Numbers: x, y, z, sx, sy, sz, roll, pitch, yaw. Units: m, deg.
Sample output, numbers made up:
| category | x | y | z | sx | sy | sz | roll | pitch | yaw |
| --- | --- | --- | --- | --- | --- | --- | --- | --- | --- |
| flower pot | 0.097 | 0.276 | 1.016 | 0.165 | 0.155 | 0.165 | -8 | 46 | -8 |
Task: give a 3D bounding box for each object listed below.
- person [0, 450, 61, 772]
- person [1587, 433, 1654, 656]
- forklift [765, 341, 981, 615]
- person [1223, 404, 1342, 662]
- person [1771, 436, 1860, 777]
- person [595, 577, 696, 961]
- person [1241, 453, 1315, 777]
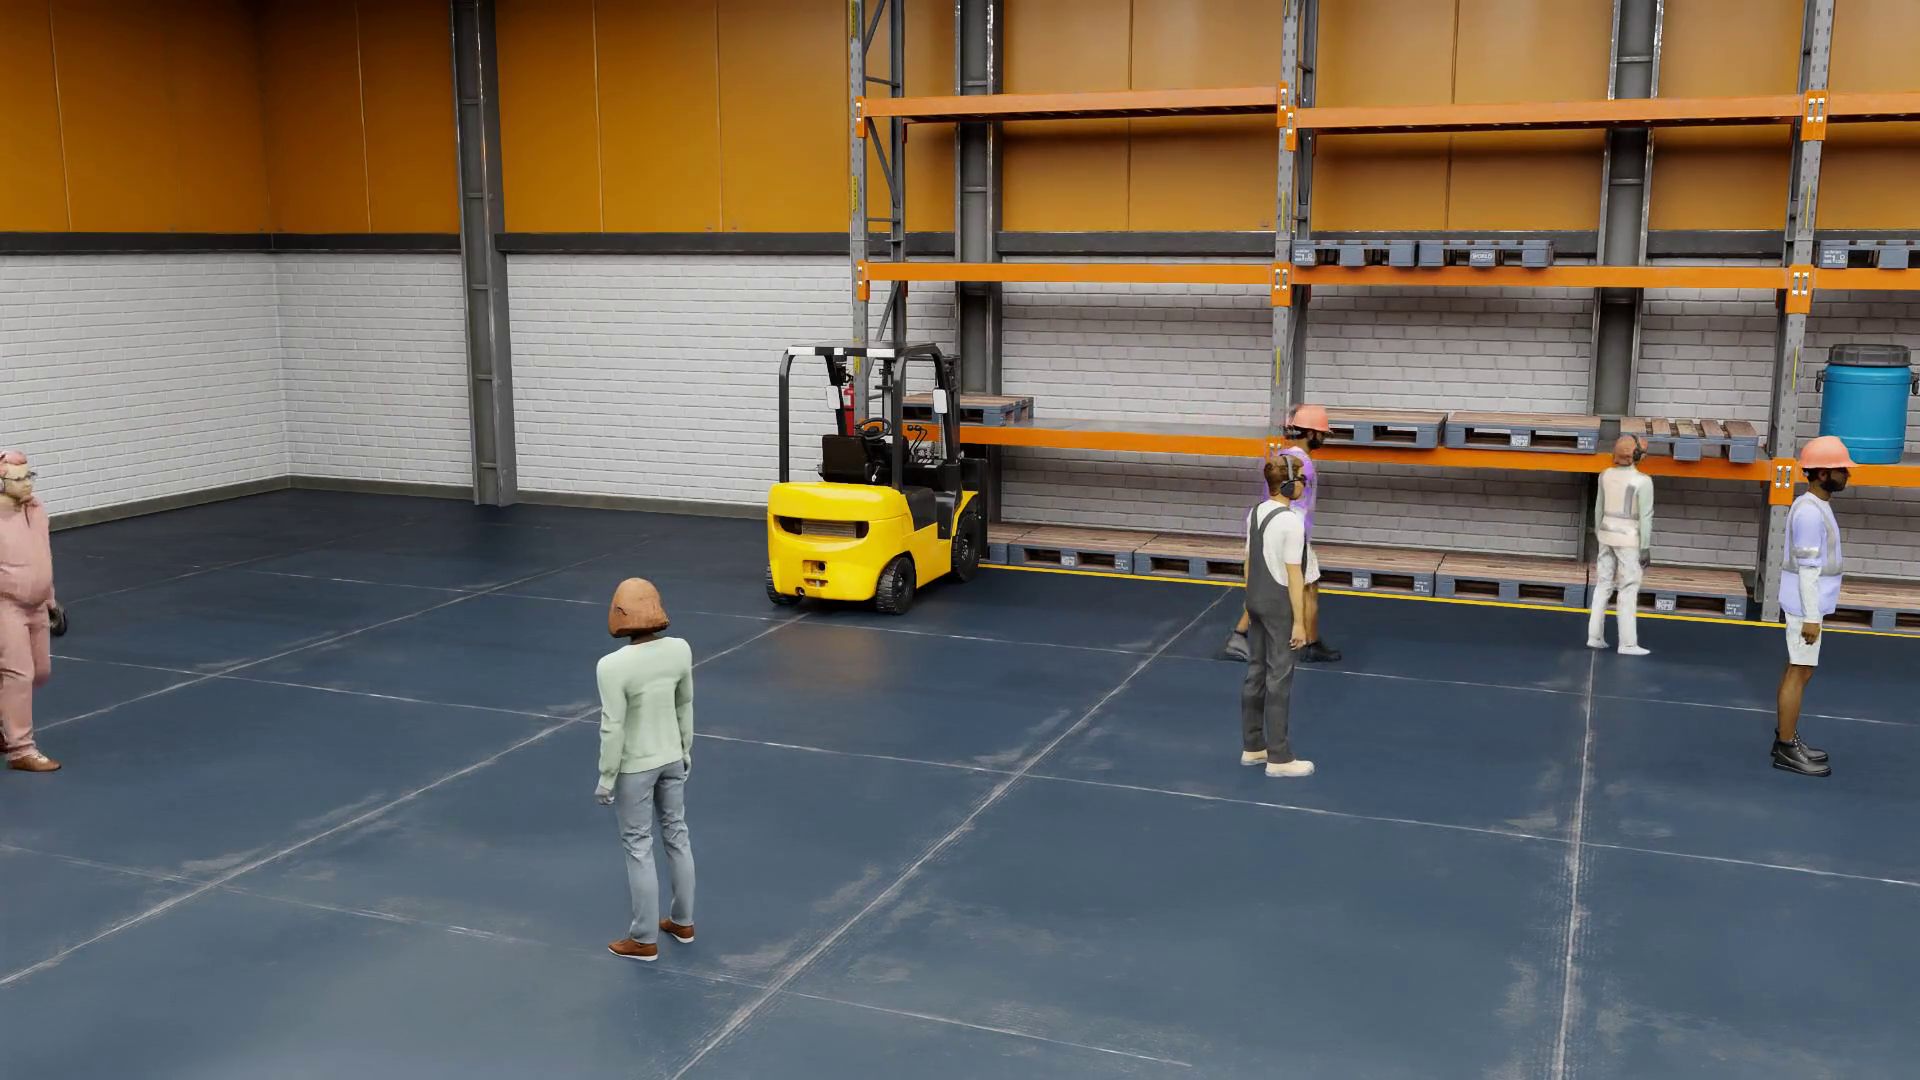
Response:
| category | x | y | z | sx | sy | sz | roll | pitch | yaw |
| --- | --- | --- | --- | --- | --- | --- | --- | --- | --- |
| person | -5.513 | 0.408 | 9.524 | 0.636 | 1.875 | 0.667 | 0 | 10 | 2 |
| person | 4.880 | 0.034 | 12.256 | 0.313 | 1.641 | 0.521 | -4 | 11 | -22 |
| forklift | -0.739 | -0.602 | 14.246 | 1.214 | 2.155 | 2.313 | 4 | 11 | 21 |
| person | 2.319 | -0.028 | 11.948 | 0.865 | 1.895 | 0.542 | -2 | 10 | -11 |
| person | 4.889 | 0.369 | 9.541 | 0.352 | 1.942 | 0.545 | 5 | 11 | 26 |
| person | -1.338 | 0.966 | 7.075 | 0.276 | 1.632 | 0.507 | 8 | 13 | 37 |
| person | 1.809 | 0.423 | 9.507 | 0.351 | 1.846 | 0.506 | -4 | 11 | -21 |
